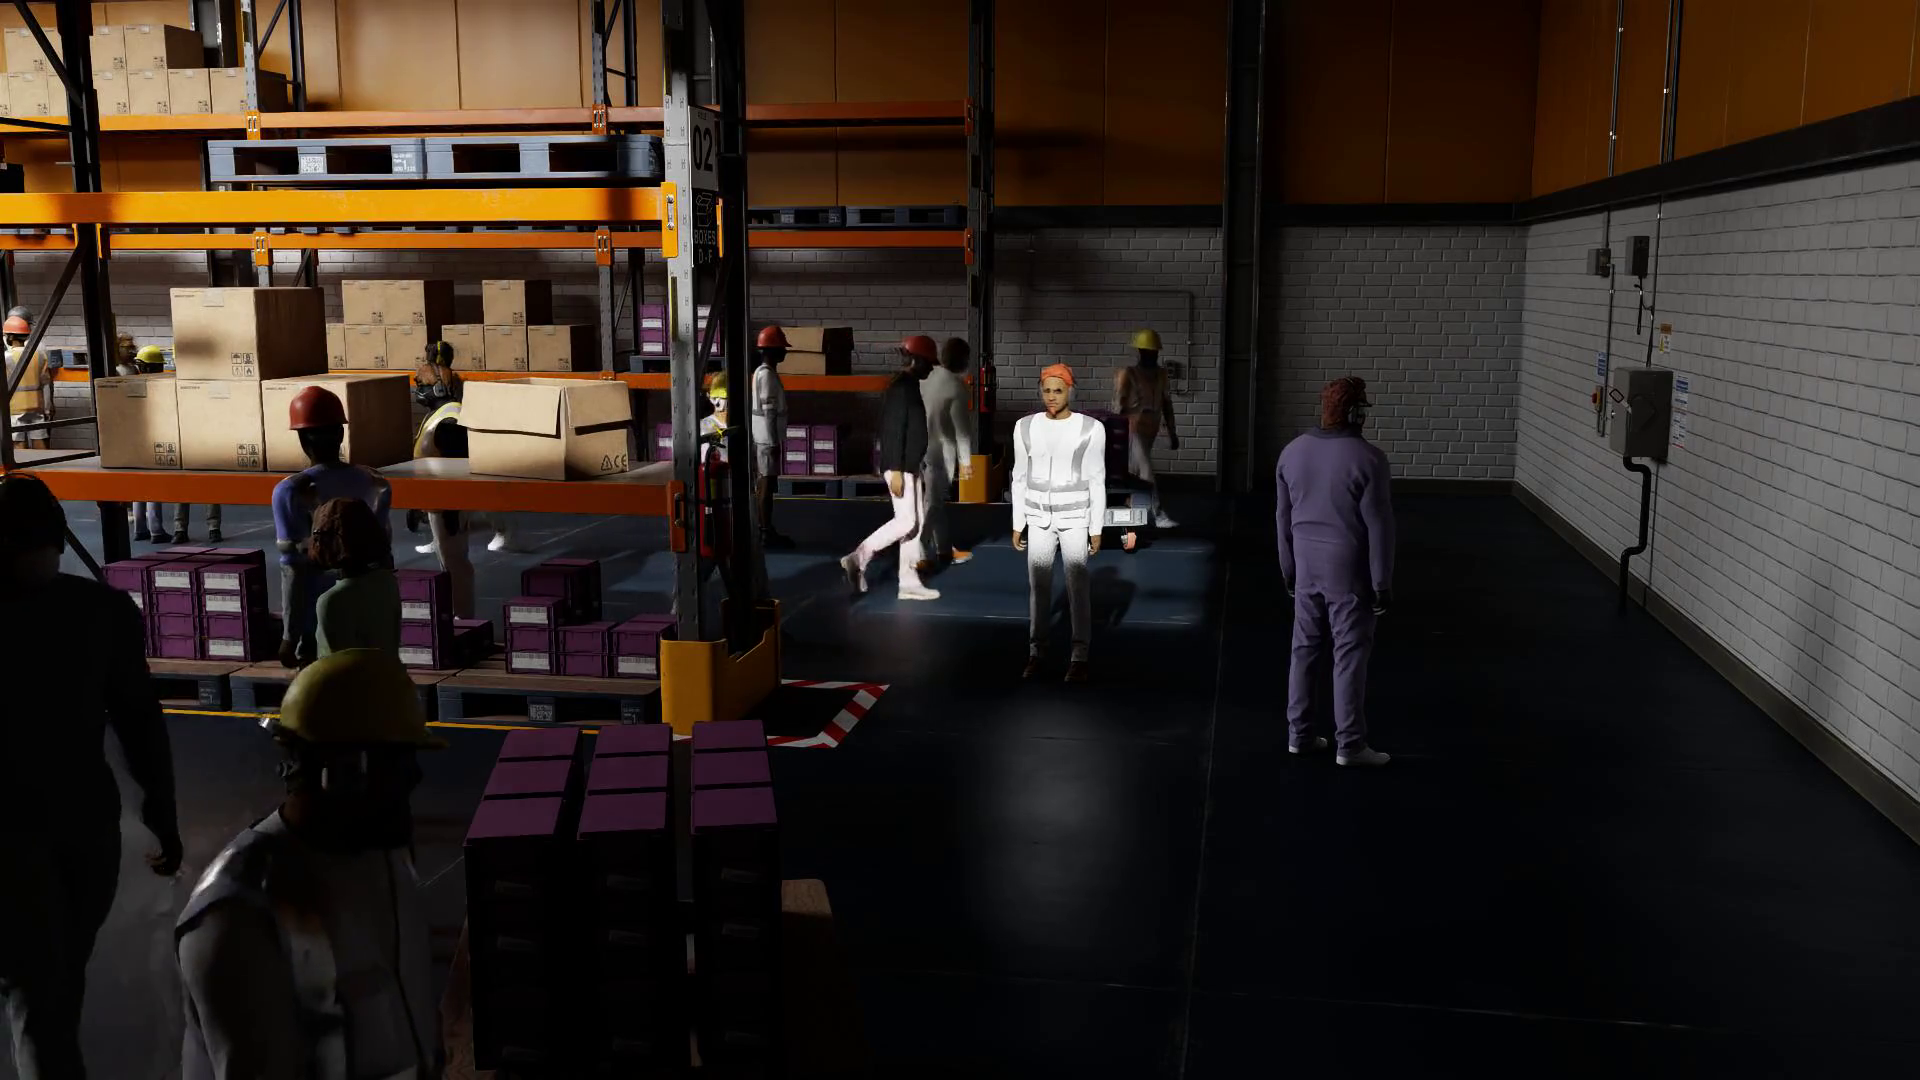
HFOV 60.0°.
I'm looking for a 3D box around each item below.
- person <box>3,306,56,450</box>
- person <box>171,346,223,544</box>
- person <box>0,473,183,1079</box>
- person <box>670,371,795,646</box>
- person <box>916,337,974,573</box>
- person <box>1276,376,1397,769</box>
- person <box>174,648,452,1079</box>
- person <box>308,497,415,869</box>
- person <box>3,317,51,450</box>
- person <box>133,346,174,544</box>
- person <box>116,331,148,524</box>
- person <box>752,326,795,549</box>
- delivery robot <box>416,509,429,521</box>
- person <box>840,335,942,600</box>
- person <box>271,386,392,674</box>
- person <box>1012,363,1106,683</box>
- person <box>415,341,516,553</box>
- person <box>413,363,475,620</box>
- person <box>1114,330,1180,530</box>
[{"bbox_3d":[-10.311,-1.569,18.417,0.689,2.000,0.539,1,9,5],"label":"person"},{"bbox_3d":[-6.815,-0.879,14.778,0.594,1.832,0.403,-3,10,-16],"label":"person"},{"bbox_3d":[-2.310,0.781,4.290,0.919,1.894,0.653,7,11,35],"label":"person"},{"bbox_3d":[-1.548,-0.209,10.779,0.932,1.790,0.613,5,11,30],"label":"person"},{"bbox_3d":[-0.103,-0.676,13.336,0.785,1.890,0.716,-7,11,-37],"label":"person"},{"bbox_3d":[1.854,0.157,8.124,0.409,1.906,0.651,-8,12,-40],"label":"person"},{"bbox_3d":[-1.116,1.076,2.895,0.979,1.767,0.604,3,9,15],"label":"person"},{"bbox_3d":[-2.106,0.661,5.843,0.275,1.632,0.507,1,9,5],"label":"person"},{"bbox_3d":[-9.926,-1.389,17.617,0.359,1.937,0.552,6,11,32],"label":"person"},{"bbox_3d":[-7.203,-0.852,14.857,0.522,1.758,0.350,7,11,36],"label":"person"},{"bbox_3d":[-8.051,-1.085,16.023,0.332,1.843,0.523,3,10,15],"label":"person"},{"bbox_3d":[-1.641,-0.898,14.568,0.363,1.939,0.542,-2,9,-12],"label":"person"},{"bbox_3d":[-4.907,-0.436,15.697,0.477,0.478,0.707,-1,9,-5],"label":"delivery robot"},{"bbox_3d":[-0.477,-0.528,12.231,0.671,1.952,0.690,1,9,8],"label":"person"},{"bbox_3d":[-2.654,0.318,7.042,0.375,1.934,0.548,6,11,33],"label":"person"},{"bbox_3d":[0.580,-0.099,9.808,0.578,1.879,0.350,4,10,21],"label":"person"},{"bbox_3d":[-4.247,-0.782,14.217,0.775,1.838,0.541,-2,9,-11],"label":"person"},{"bbox_3d":[-3.313,-0.220,10.697,0.428,1.836,0.627,-4,10,-21],"label":"person"},{"bbox_3d":[1.737,-1.055,15.795,0.602,1.872,1.044,-7,12,-38],"label":"person"}]
